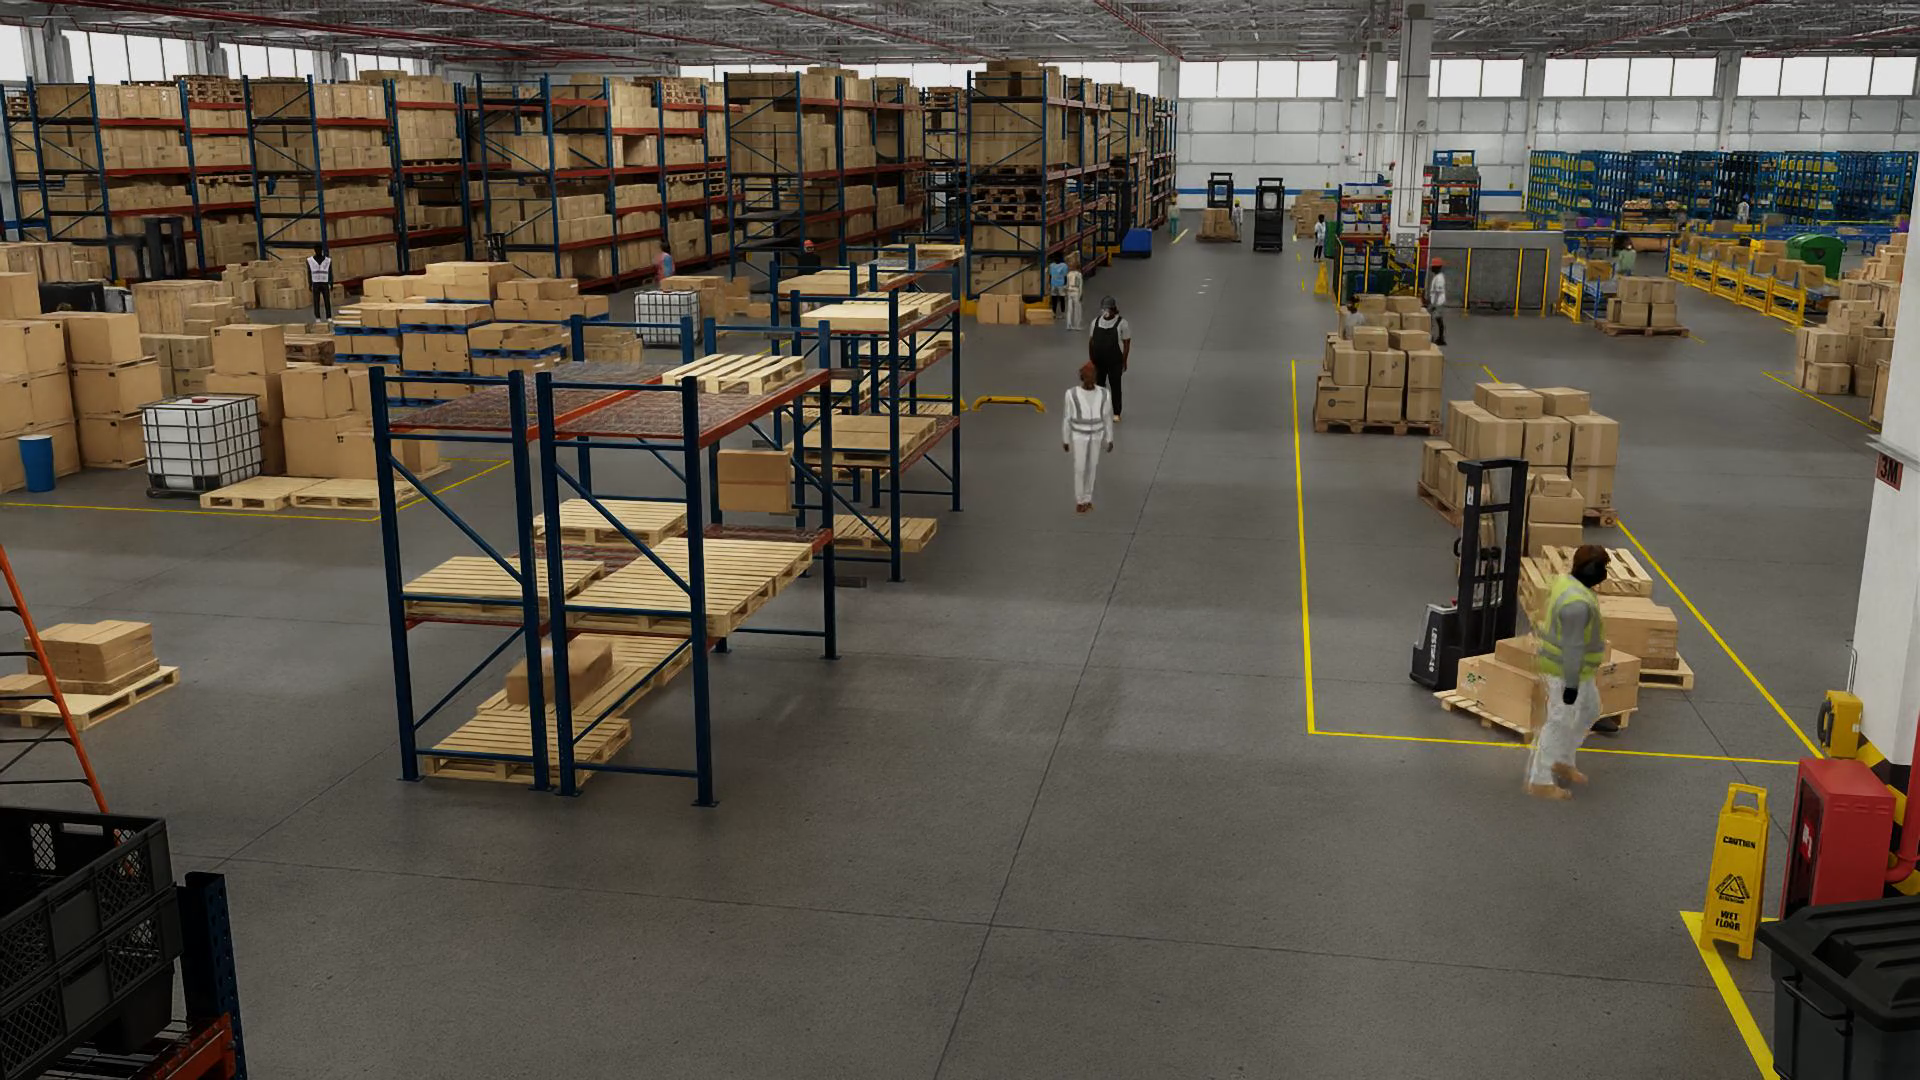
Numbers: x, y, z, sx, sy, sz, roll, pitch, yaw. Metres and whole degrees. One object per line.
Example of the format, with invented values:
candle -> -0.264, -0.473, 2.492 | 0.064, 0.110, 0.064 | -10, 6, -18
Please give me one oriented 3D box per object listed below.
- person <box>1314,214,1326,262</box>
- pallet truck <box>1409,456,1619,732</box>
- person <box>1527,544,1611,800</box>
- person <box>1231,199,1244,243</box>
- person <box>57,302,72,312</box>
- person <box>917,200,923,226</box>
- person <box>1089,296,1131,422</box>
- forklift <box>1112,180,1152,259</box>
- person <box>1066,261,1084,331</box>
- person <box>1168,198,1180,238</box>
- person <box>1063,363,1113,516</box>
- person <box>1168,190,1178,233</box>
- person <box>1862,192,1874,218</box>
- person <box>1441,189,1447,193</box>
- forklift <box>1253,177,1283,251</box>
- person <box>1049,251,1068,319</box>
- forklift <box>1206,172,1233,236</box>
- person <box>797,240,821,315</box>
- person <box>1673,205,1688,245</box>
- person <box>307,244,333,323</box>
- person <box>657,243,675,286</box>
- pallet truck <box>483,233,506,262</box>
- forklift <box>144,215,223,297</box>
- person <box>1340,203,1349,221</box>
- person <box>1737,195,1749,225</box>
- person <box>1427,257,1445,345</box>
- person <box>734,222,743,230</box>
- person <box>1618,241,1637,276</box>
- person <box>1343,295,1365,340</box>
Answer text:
person -> 12.854, -10.764, 59.341 | 0.540, 1.695, 0.317 | -12, 18, -40
pallet truck -> 4.504, 0.400, 13.395 | 0.823, 1.965, 1.885 | -6, 15, -23
person -> 4.303, 0.917, 11.672 | 0.544, 1.817, 0.645 | 4, 14, 16
person -> 11.600, -13.372, 69.682 | 0.403, 1.826, 0.592 | -10, 17, -35
person -> -14.234, -2.846, 26.698 | 0.366, 1.938, 0.630 | -1, 14, -6
person -> -2.010, -16.495, 82.183 | 0.562, 1.942, 0.507 | -4, 14, -15
person -> 2.363, -2.909, 26.743 | 0.689, 2.000, 0.537 | 7, 15, 25
forklift -> 6.082, -11.722, 60.796 | 1.873, 2.768, 1.129 | 2, 14, 9
person -> 2.698, -5.730, 39.026 | 0.310, 1.636, 0.523 | -11, 18, -38
person -> 9.316, -14.031, 72.503 | 0.534, 1.751, 0.570 | 3, 14, 11
person -> 1.585, -1.219, 20.270 | 0.580, 1.859, 0.716 | -3, 14, -12
person -> 9.739, -14.980, 75.888 | 0.456, 1.971, 0.647 | -1, 14, -3
person -> 43.076, -15.612, 78.841 | 1.028, 1.786, 0.560 | 10, 17, 34
person -> 23.553, -16.264, 81.433 | 0.464, 1.809, 0.617 | 13, 19, 42
forklift -> 12.083, -12.747, 64.956 | 1.129, 2.768, 1.873 | 3, 14, 10
person -> 2.443, -6.344, 41.395 | 0.535, 1.697, 0.321 | 10, 17, 36
forklift -> 11.379, -14.645, 72.664 | 1.129, 2.768, 1.873 | 3, 14, 10
person -> -3.706, -6.390, 41.007 | 0.609, 1.984, 0.410 | -5, 15, -19
person -> 28.609, -12.378, 65.851 | 0.893, 1.720, 0.535 | -1, 14, -2
person -> -15.640, -6.278, 40.696 | 0.587, 1.911, 0.397 | -7, 16, -27
person -> -7.508, -6.657, 42.450 | 0.453, 1.817, 0.664 | -10, 17, -34
pallet truck -> -11.832, -7.026, 43.548 | 1.885, 1.965, 0.823 | 8, 16, 28
forklift -> -16.944, -5.554, 35.752 | 1.873, 2.768, 1.129 | 3, 14, 10
person -> 14.526, -11.844, 63.285 | 0.675, 1.919, 0.571 | -4, 14, -16
person -> 33.171, -13.620, 70.426 | 0.406, 1.944, 0.617 | -4, 14, -17
person -> 10.261, -5.192, 36.273 | 0.809, 1.908, 0.578 | 1, 14, 3
person -> -9.126, -12.832, 67.945 | 0.510, 1.597, 0.832 | 3, 14, 12
person -> 18.737, -7.610, 46.752 | 0.511, 1.584, 0.884 | 1, 14, 4
person -> 6.904, -3.386, 29.116 | 0.918, 1.837, 0.529 | -5, 15, -20
